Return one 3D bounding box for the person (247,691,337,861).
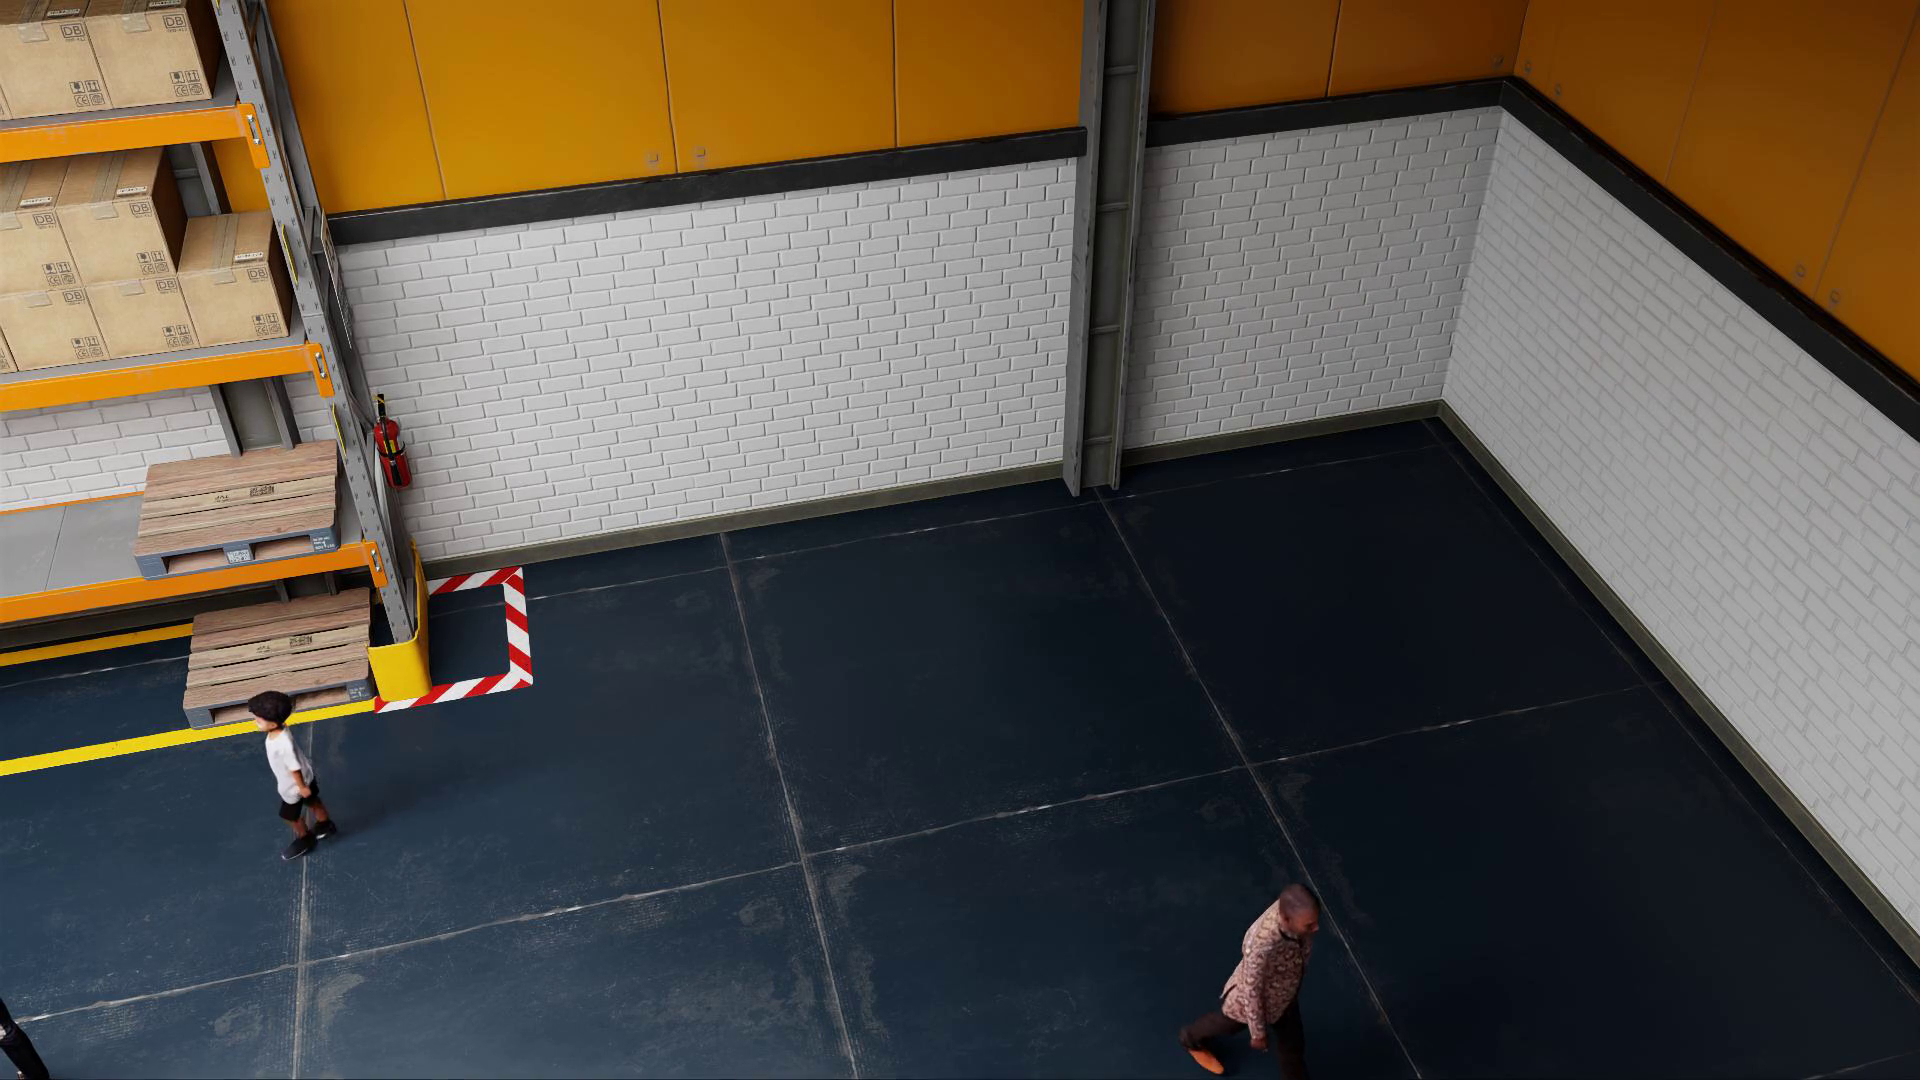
[{"bbox_3d":[-4.004,1.391,10.135,0.620,1.249,0.558,-19,42,-22],"label":"person"}]

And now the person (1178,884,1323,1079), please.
[{"bbox_3d":[1.493,2.281,8.610,1.261,1.761,1.142,-30,47,-32],"label":"person"}]
